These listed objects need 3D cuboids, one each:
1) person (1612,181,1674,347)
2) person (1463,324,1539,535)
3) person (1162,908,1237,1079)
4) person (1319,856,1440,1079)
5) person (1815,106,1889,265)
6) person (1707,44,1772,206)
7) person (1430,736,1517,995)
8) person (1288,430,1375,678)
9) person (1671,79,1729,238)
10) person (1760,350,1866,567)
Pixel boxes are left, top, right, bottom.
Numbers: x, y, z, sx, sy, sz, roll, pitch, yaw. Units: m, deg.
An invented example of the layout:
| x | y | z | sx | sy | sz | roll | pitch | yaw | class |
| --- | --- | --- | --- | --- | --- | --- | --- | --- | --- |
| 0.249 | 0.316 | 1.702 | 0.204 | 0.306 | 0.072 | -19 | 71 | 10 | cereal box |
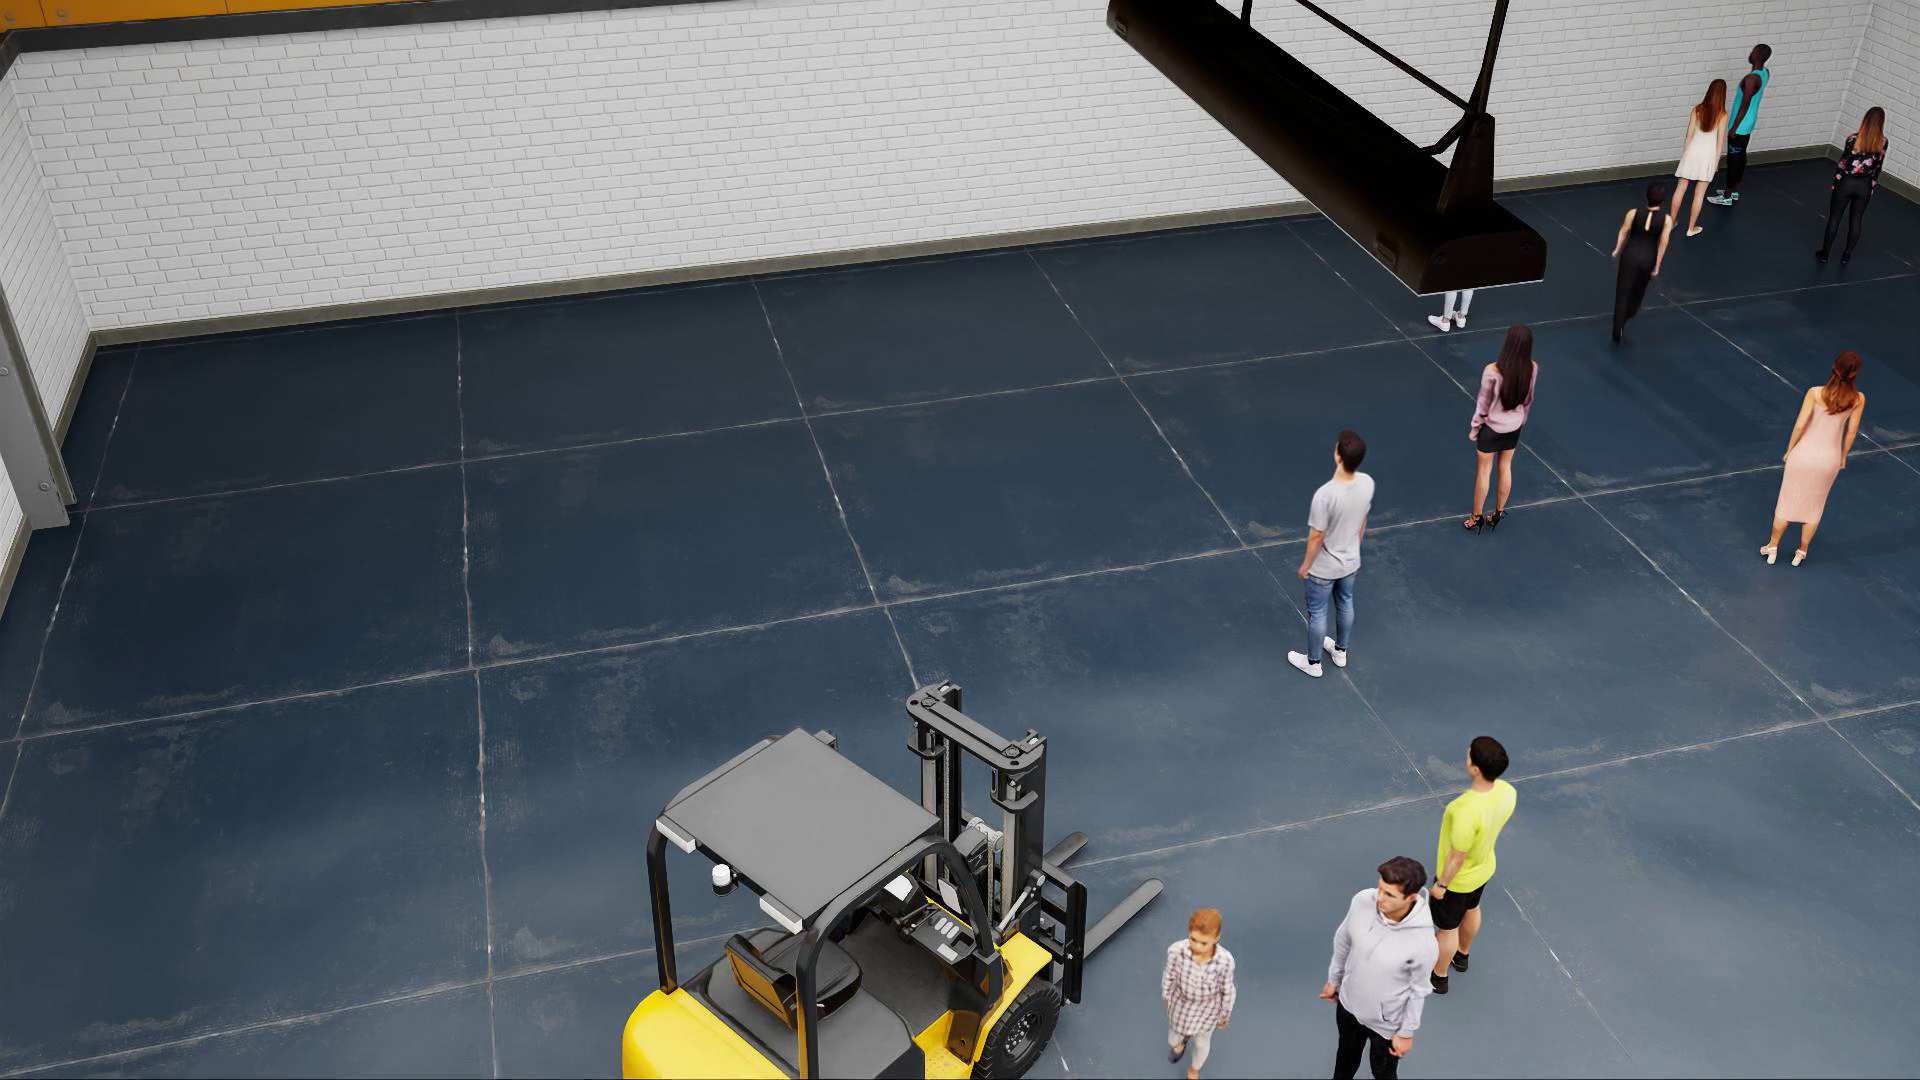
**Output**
| x | y | z | sx | sy | sz | roll | pitch | yaw | class |
| --- | --- | --- | --- | --- | --- | --- | --- | --- | --- |
| 6.438 | -2.594 | 15.819 | 0.934 | 1.565 | 1.104 | 9 | 35 | 13 | person |
| 4.221 | -0.858 | 12.984 | 0.627 | 1.811 | 0.538 | -6 | 34 | -9 | person |
| 1.250 | 2.341 | 8.631 | 0.686 | 1.303 | 0.755 | 10 | 35 | 15 | person |
| 2.054 | 2.265 | 8.177 | 0.835 | 1.930 | 0.699 | -25 | 41 | -33 | person |
| 9.352 | -3.708 | 17.388 | 0.648 | 1.682 | 0.667 | 9 | 35 | 13 | person |
| 8.824 | -4.679 | 18.734 | 0.706 | 1.810 | 0.700 | 27 | 42 | 35 | person |
| 2.781 | 1.774 | 9.117 | 0.700 | 1.709 | 0.692 | -27 | 42 | -34 | person |
| 2.580 | 0.099 | 11.476 | 0.731 | 1.886 | 0.655 | -18 | 38 | -25 | person |
| 8.023 | -4.156 | 18.036 | 0.621 | 1.711 | 0.708 | 25 | 41 | 32 | person |
| 6.477 | -0.610 | 12.593 | 0.656 | 1.832 | 0.671 | 9 | 35 | 14 | person |
